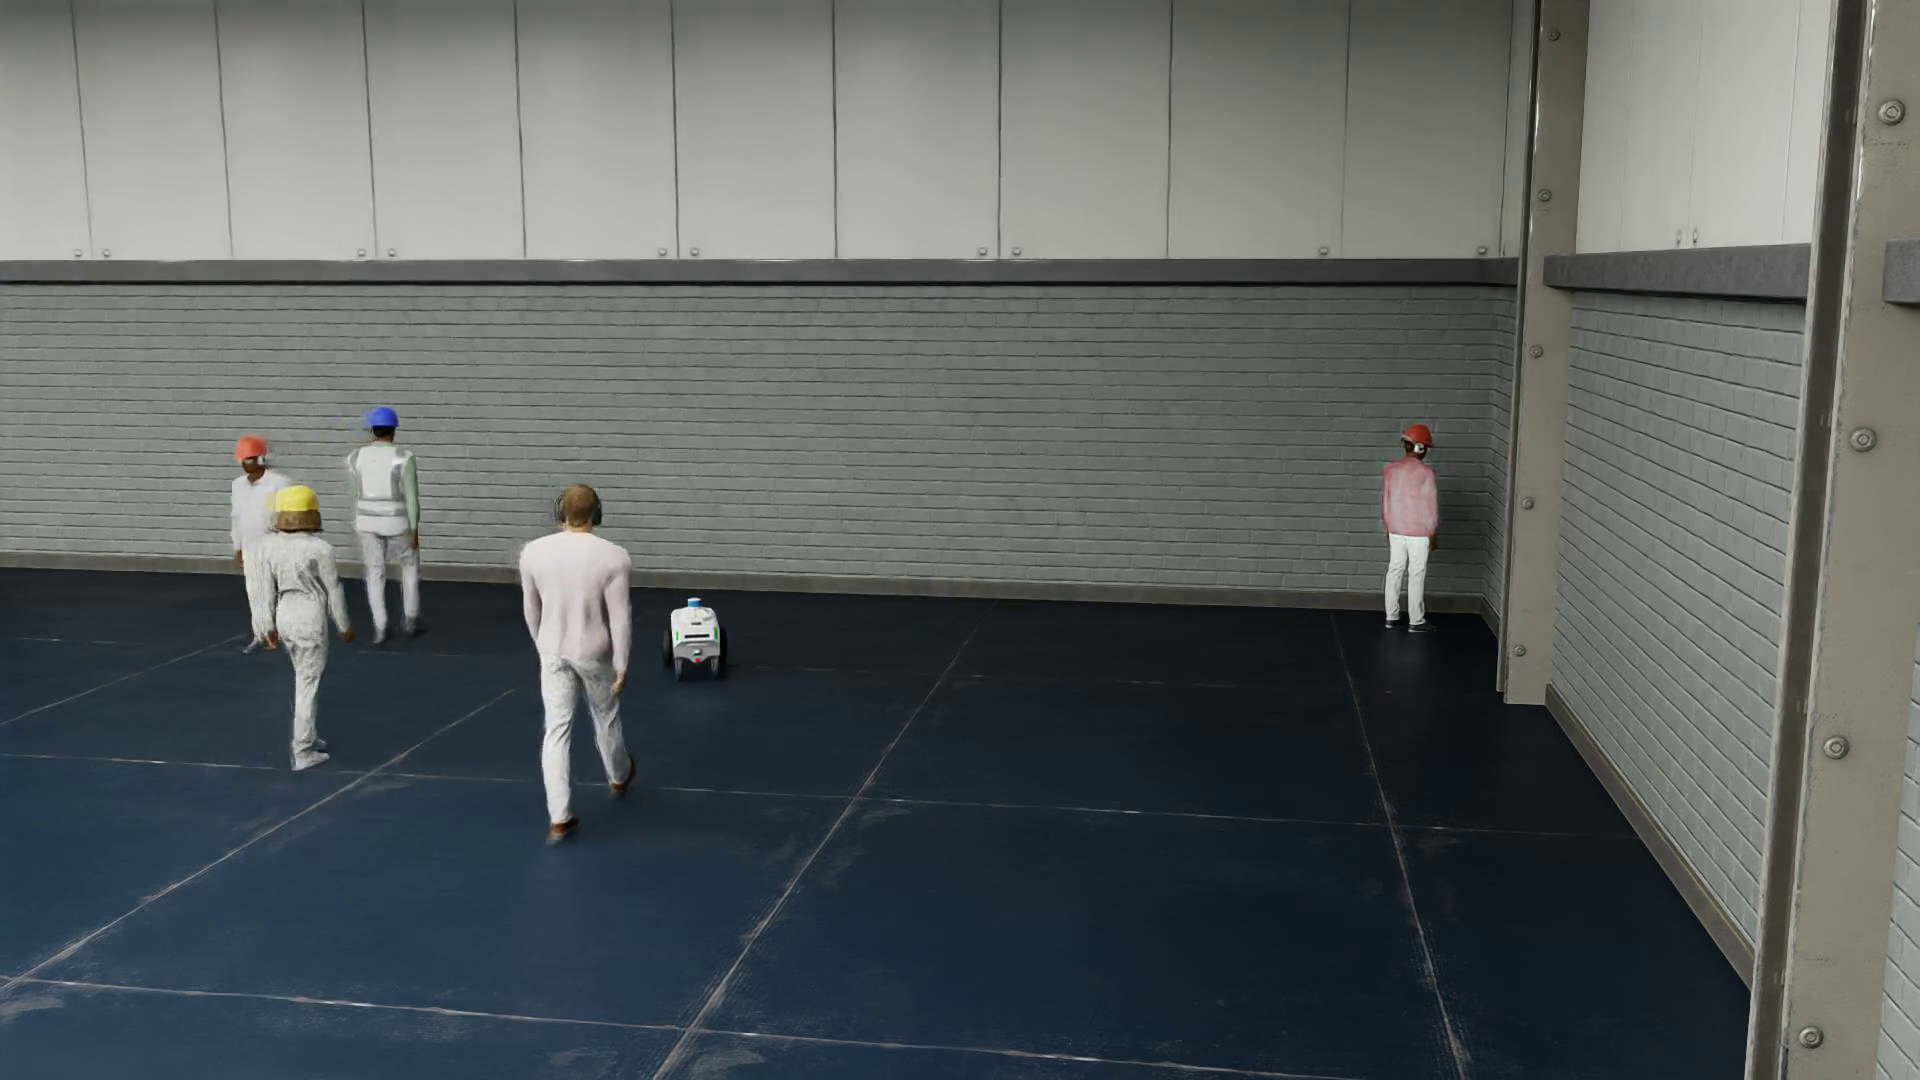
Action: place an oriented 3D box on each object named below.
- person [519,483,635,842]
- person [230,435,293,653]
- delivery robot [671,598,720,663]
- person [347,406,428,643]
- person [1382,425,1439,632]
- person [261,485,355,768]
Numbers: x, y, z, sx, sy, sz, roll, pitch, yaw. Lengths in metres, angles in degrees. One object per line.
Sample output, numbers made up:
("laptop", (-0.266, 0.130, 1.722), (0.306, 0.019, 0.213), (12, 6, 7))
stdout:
("person", (-2.071, 0.618, 9.148), (0.640, 1.877, 1.054), (0, 9, 3))
("person", (-5.554, 0.023, 13.286), (0.581, 1.734, 0.446), (3, 10, 18))
("delivery robot", (-2.004, 0.682, 12.572), (0.477, 0.478, 0.707), (-2, 9, -11))
("person", (-4.693, -0.140, 13.713), (0.601, 1.920, 0.661), (1, 9, 3))
("person", (3.815, -0.100, 14.024), (0.339, 1.742, 0.563), (-6, 11, -34))
("person", (-3.989, 0.520, 10.260), (0.490, 1.728, 0.585), (3, 10, 20))
